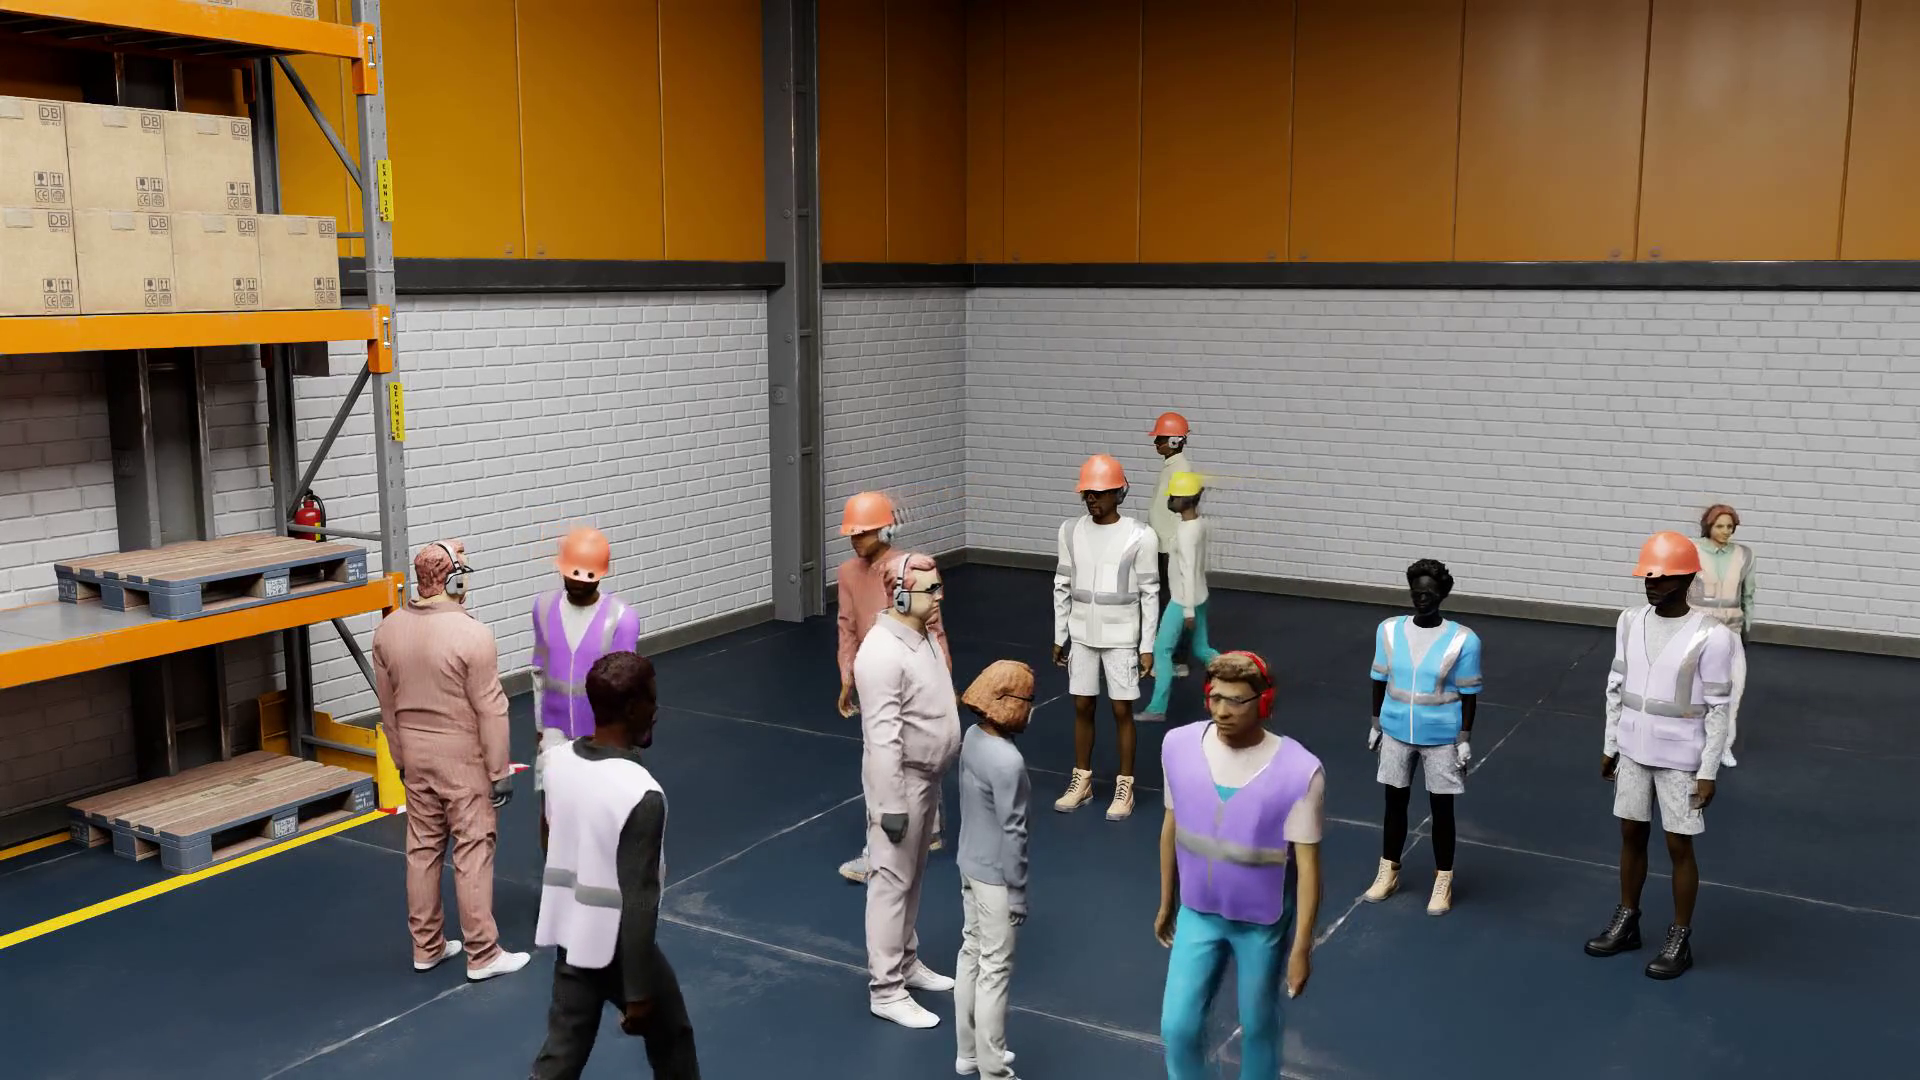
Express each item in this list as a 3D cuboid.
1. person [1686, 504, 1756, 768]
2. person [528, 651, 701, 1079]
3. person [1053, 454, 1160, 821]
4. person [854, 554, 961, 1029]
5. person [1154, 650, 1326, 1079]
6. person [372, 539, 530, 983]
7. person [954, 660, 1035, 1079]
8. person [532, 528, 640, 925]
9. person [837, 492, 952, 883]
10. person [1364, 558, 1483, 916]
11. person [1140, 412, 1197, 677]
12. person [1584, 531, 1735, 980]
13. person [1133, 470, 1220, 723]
[{"bbox_3d":[4.629,0.590,10.229,0.535,1.615,0.556,1,9,6],"label":"person"},{"bbox_3d":[-1.106,1.269,5.263,0.610,1.874,1.002,9,13,44],"label":"person"},{"bbox_3d":[0.788,0.541,9.237,0.616,2.041,0.380,5,10,28],"label":"person"},{"bbox_3d":[-0.195,0.999,6.801,0.403,1.911,0.637,2,9,13],"label":"person"},{"bbox_3d":[0.853,1.262,5.397,0.606,1.822,0.668,5,11,31],"label":"person"},{"bbox_3d":[-2.176,0.944,7.146,0.642,1.909,0.410,4,10,24],"label":"person"},{"bbox_3d":[0.140,1.239,6.153,0.294,1.632,0.501,-3,10,-18],"label":"person"},{"bbox_3d":[-1.729,0.866,7.692,0.555,1.890,0.562,1,9,7],"label":"person"},{"bbox_3d":[-0.394,0.724,8.405,0.884,1.941,0.608,-8,12,-43],"label":"person"},{"bbox_3d":[2.193,0.925,7.912,0.538,1.700,0.317,6,11,34],"label":"person"},{"bbox_3d":[1.593,0.033,12.561,0.375,1.995,0.611,0,9,-2],"label":"person"},{"bbox_3d":[3.021,0.920,7.201,0.356,1.937,0.552,-6,11,-34],"label":"person"},{"bbox_3d":[1.580,0.392,11.124,0.810,1.735,0.524,3,10,20],"label":"person"}]
